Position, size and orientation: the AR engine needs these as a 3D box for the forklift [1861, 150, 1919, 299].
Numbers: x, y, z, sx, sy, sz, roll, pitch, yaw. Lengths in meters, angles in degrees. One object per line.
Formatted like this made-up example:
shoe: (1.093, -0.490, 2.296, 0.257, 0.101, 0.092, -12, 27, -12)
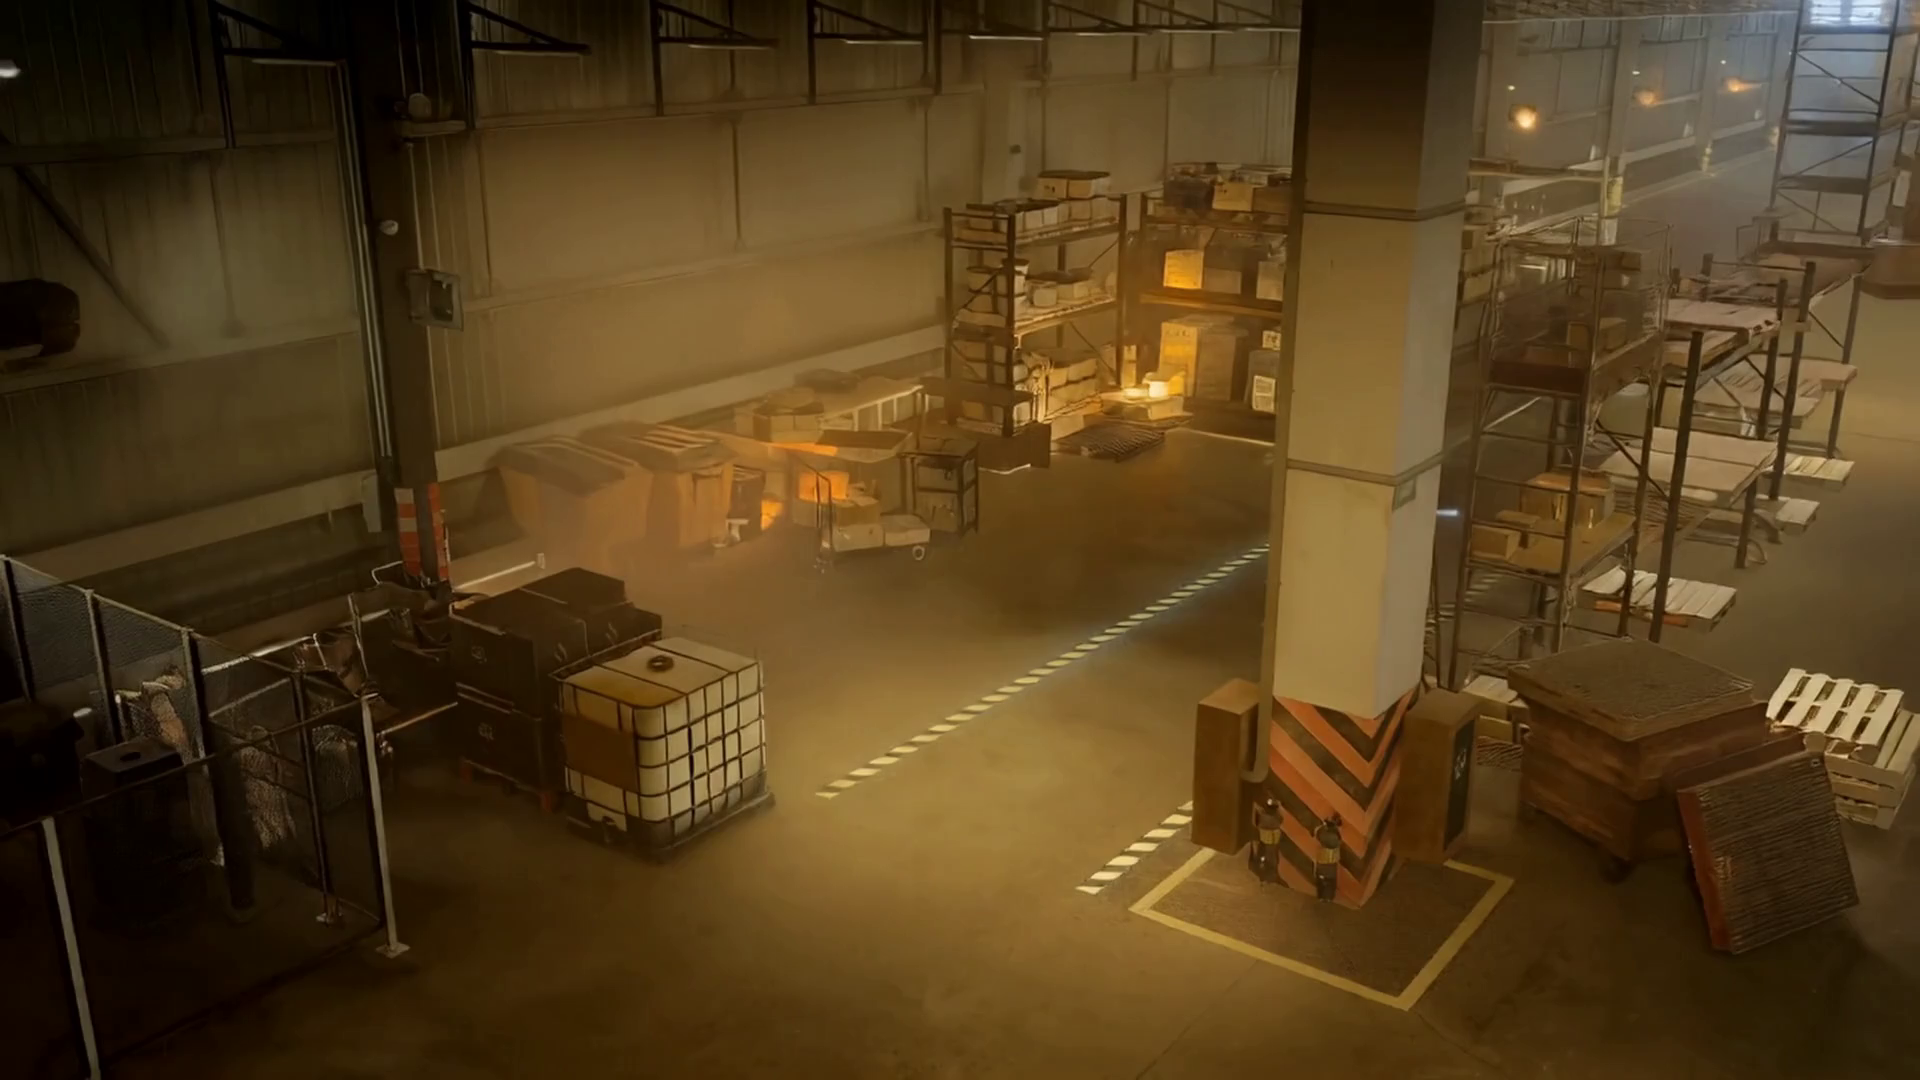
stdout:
forklift: (18.915, -6.208, 32.621, 1.873, 2.768, 1.129, -1, 18, -3)
